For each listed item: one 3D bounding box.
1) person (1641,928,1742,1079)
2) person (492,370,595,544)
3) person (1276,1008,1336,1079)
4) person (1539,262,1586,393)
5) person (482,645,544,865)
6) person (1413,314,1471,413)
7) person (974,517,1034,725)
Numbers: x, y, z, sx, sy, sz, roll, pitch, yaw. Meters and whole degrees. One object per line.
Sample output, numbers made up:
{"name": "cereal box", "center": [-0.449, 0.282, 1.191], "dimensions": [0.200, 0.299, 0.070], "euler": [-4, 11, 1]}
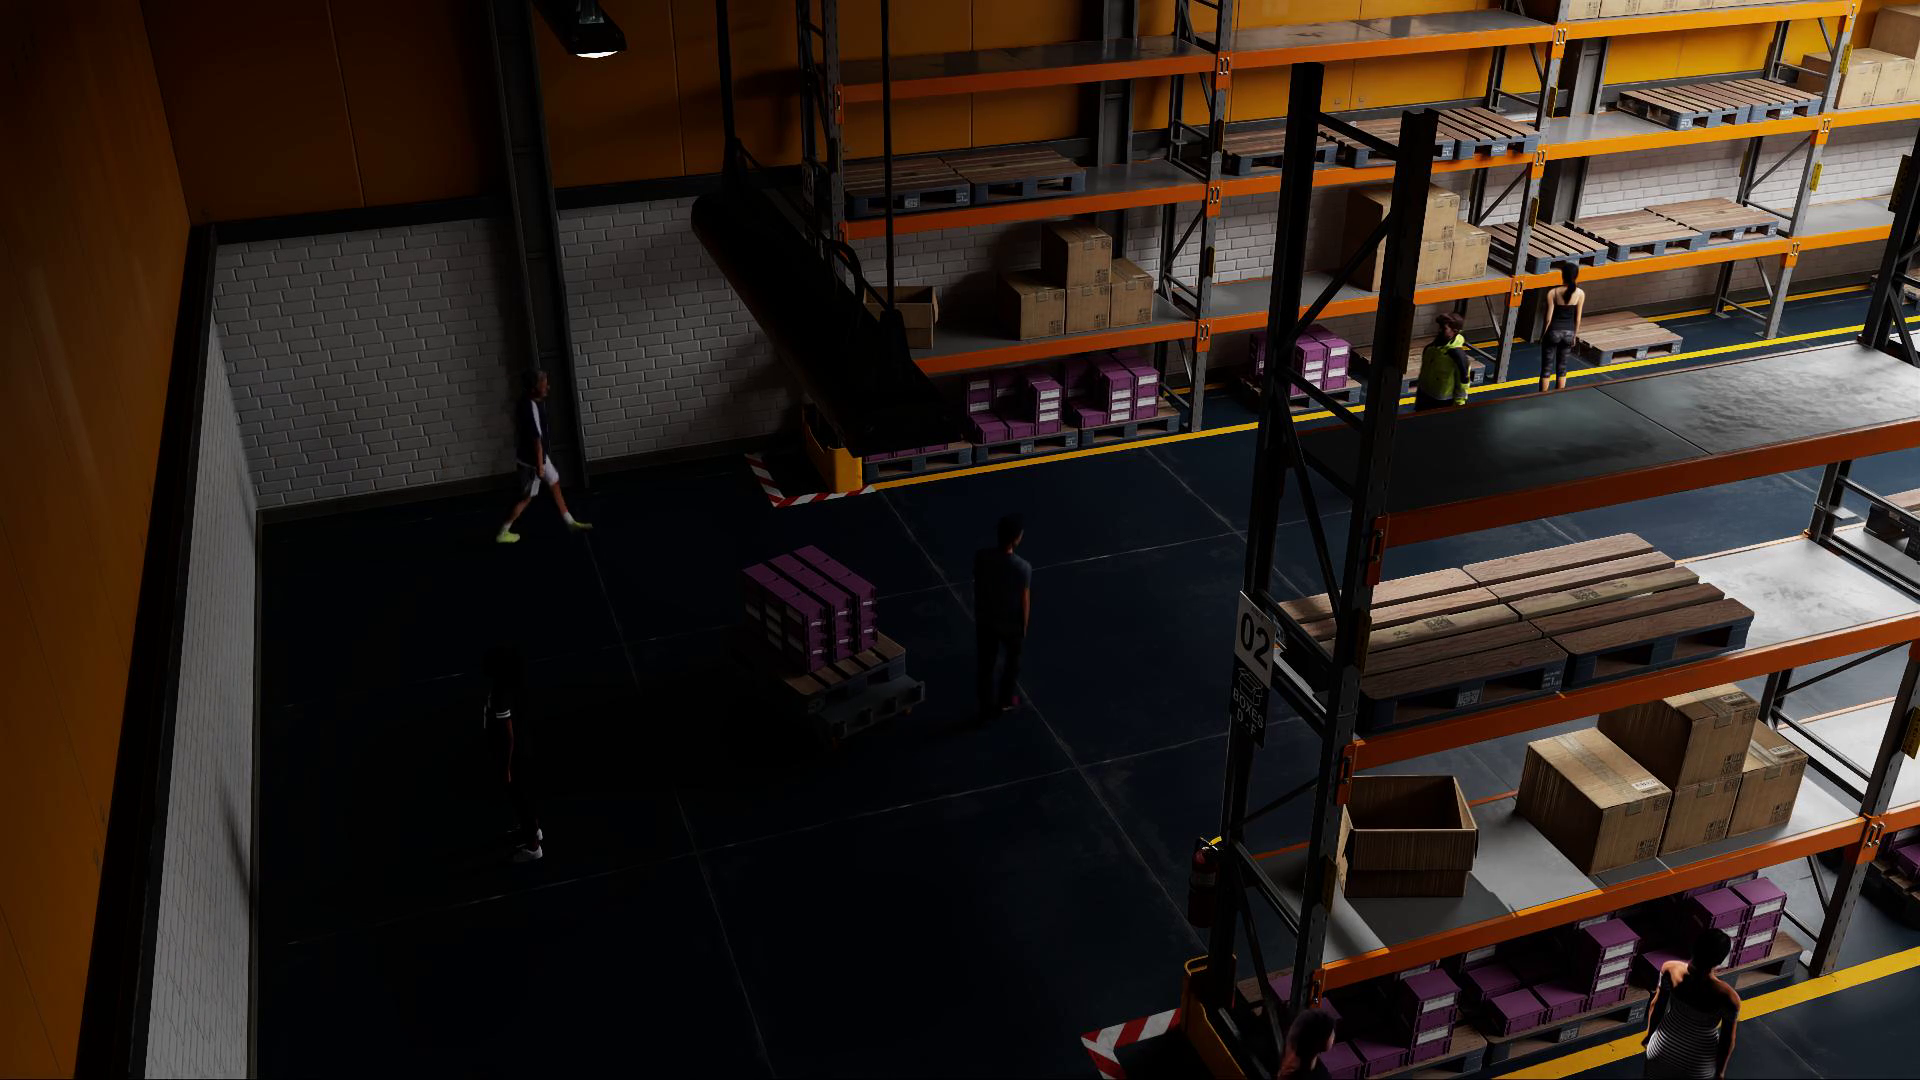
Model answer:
{"name": "person", "center": [3.910, 2.834, 9.047], "dimensions": [0.680, 1.822, 0.671], "euler": [25, 37, 38]}
{"name": "person", "center": [-4.109, -0.746, 15.657], "dimensions": [1.197, 1.778, 0.755], "euler": [-10, 30, -18]}
{"name": "person", "center": [1.660, 3.124, 8.736], "dimensions": [0.786, 1.612, 0.747], "euler": [10, 30, 18]}
{"name": "person", "center": [6.647, -2.246, 18.459], "dimensions": [0.604, 1.727, 0.710], "euler": [1, 29, 3]}
{"name": "person", "center": [-3.133, 1.478, 11.631], "dimensions": [0.646, 1.729, 0.658], "euler": [-4, 29, -7]}
{"name": "person", "center": [4.766, -1.323, 16.501], "dimensions": [0.681, 1.981, 0.801], "euler": [-14, 32, -24]}
{"name": "person", "center": [0.278, 0.676, 13.040], "dimensions": [0.820, 1.788, 0.890], "euler": [9, 30, 15]}
